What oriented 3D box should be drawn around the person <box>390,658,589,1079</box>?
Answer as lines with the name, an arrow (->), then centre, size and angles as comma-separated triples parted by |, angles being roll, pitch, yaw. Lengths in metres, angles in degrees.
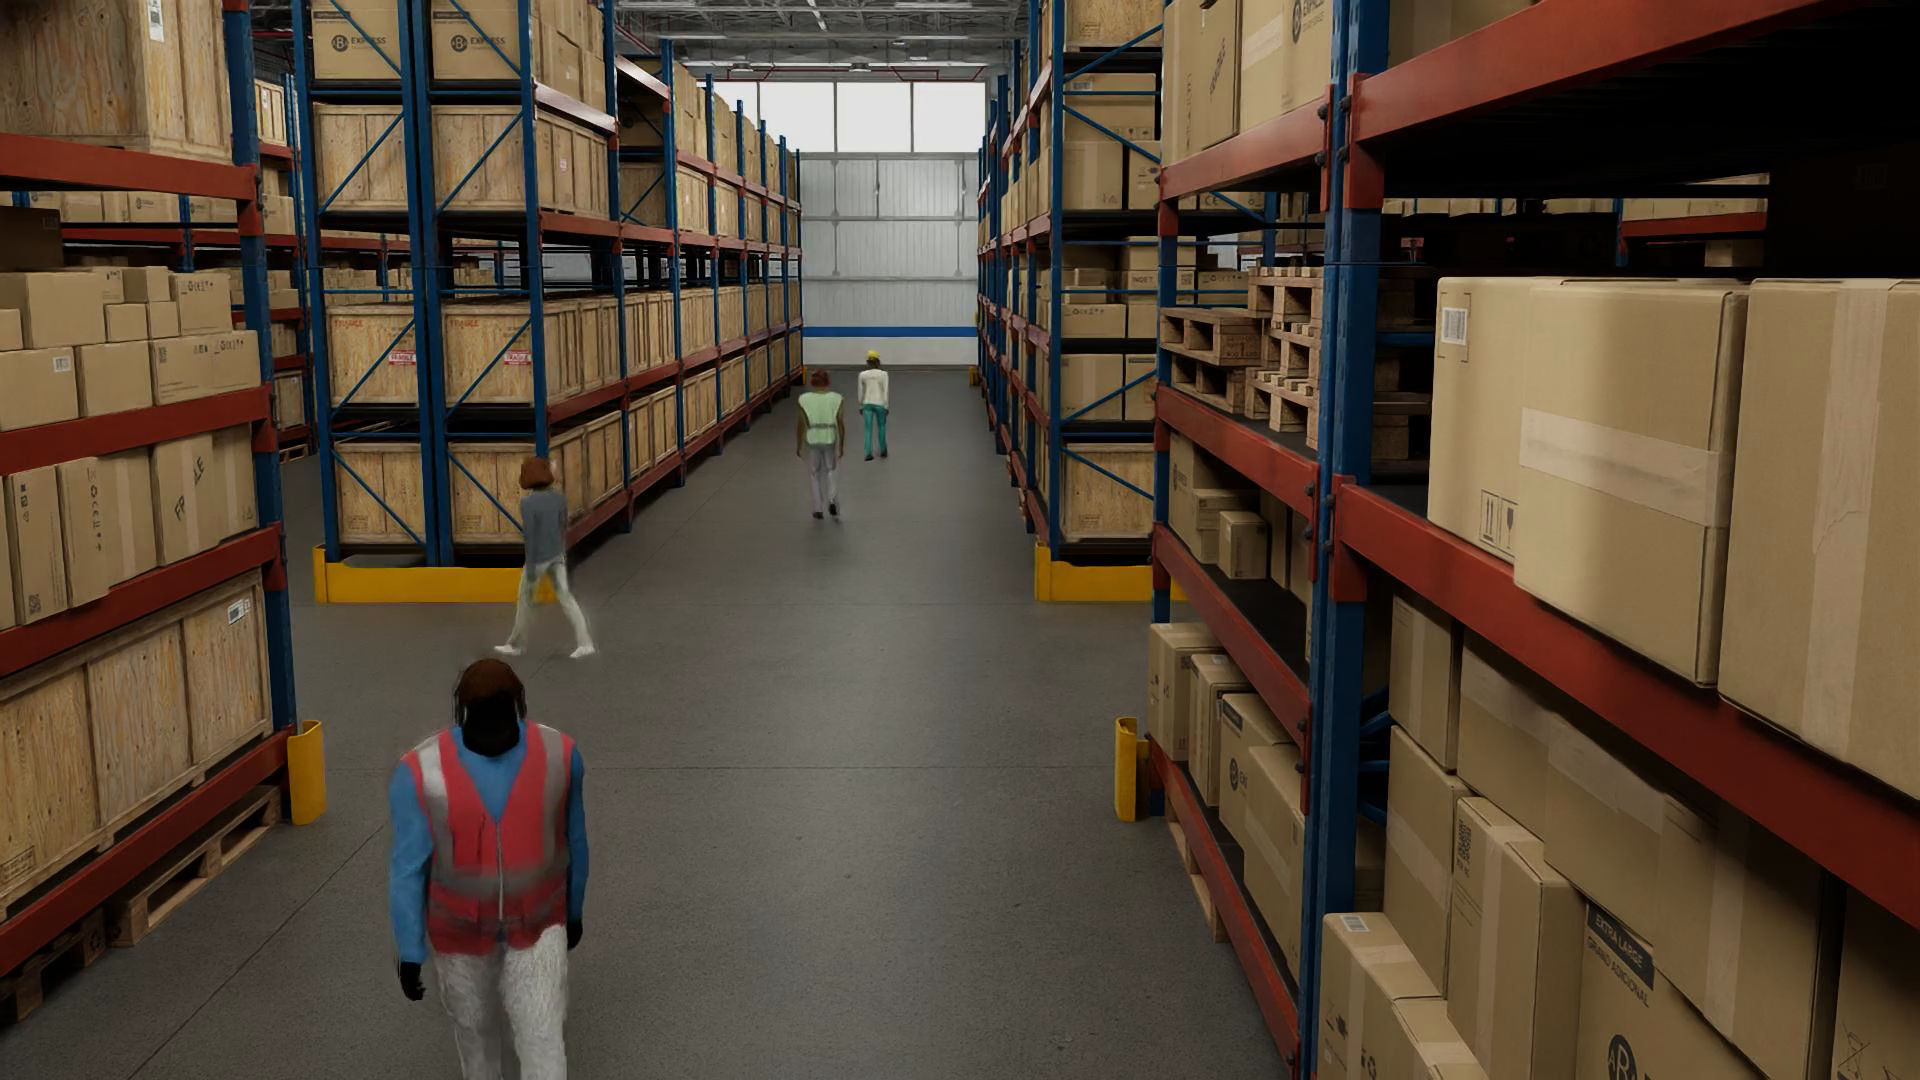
person -> -1.511, 1.271, 5.409 | 0.638, 1.789, 0.966 | -3, 10, -19

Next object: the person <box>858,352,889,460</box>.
person -> -1.371, -2.147, 26.601 | 0.545, 1.700, 0.863 | 2, 9, 13

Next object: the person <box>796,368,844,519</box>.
person -> -1.709, -1.174, 20.277 | 0.567, 1.830, 0.502 | -3, 10, -16

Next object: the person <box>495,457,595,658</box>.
person -> -3.227, 0.143, 12.935 | 0.869, 1.588, 0.522 | 4, 10, 25
